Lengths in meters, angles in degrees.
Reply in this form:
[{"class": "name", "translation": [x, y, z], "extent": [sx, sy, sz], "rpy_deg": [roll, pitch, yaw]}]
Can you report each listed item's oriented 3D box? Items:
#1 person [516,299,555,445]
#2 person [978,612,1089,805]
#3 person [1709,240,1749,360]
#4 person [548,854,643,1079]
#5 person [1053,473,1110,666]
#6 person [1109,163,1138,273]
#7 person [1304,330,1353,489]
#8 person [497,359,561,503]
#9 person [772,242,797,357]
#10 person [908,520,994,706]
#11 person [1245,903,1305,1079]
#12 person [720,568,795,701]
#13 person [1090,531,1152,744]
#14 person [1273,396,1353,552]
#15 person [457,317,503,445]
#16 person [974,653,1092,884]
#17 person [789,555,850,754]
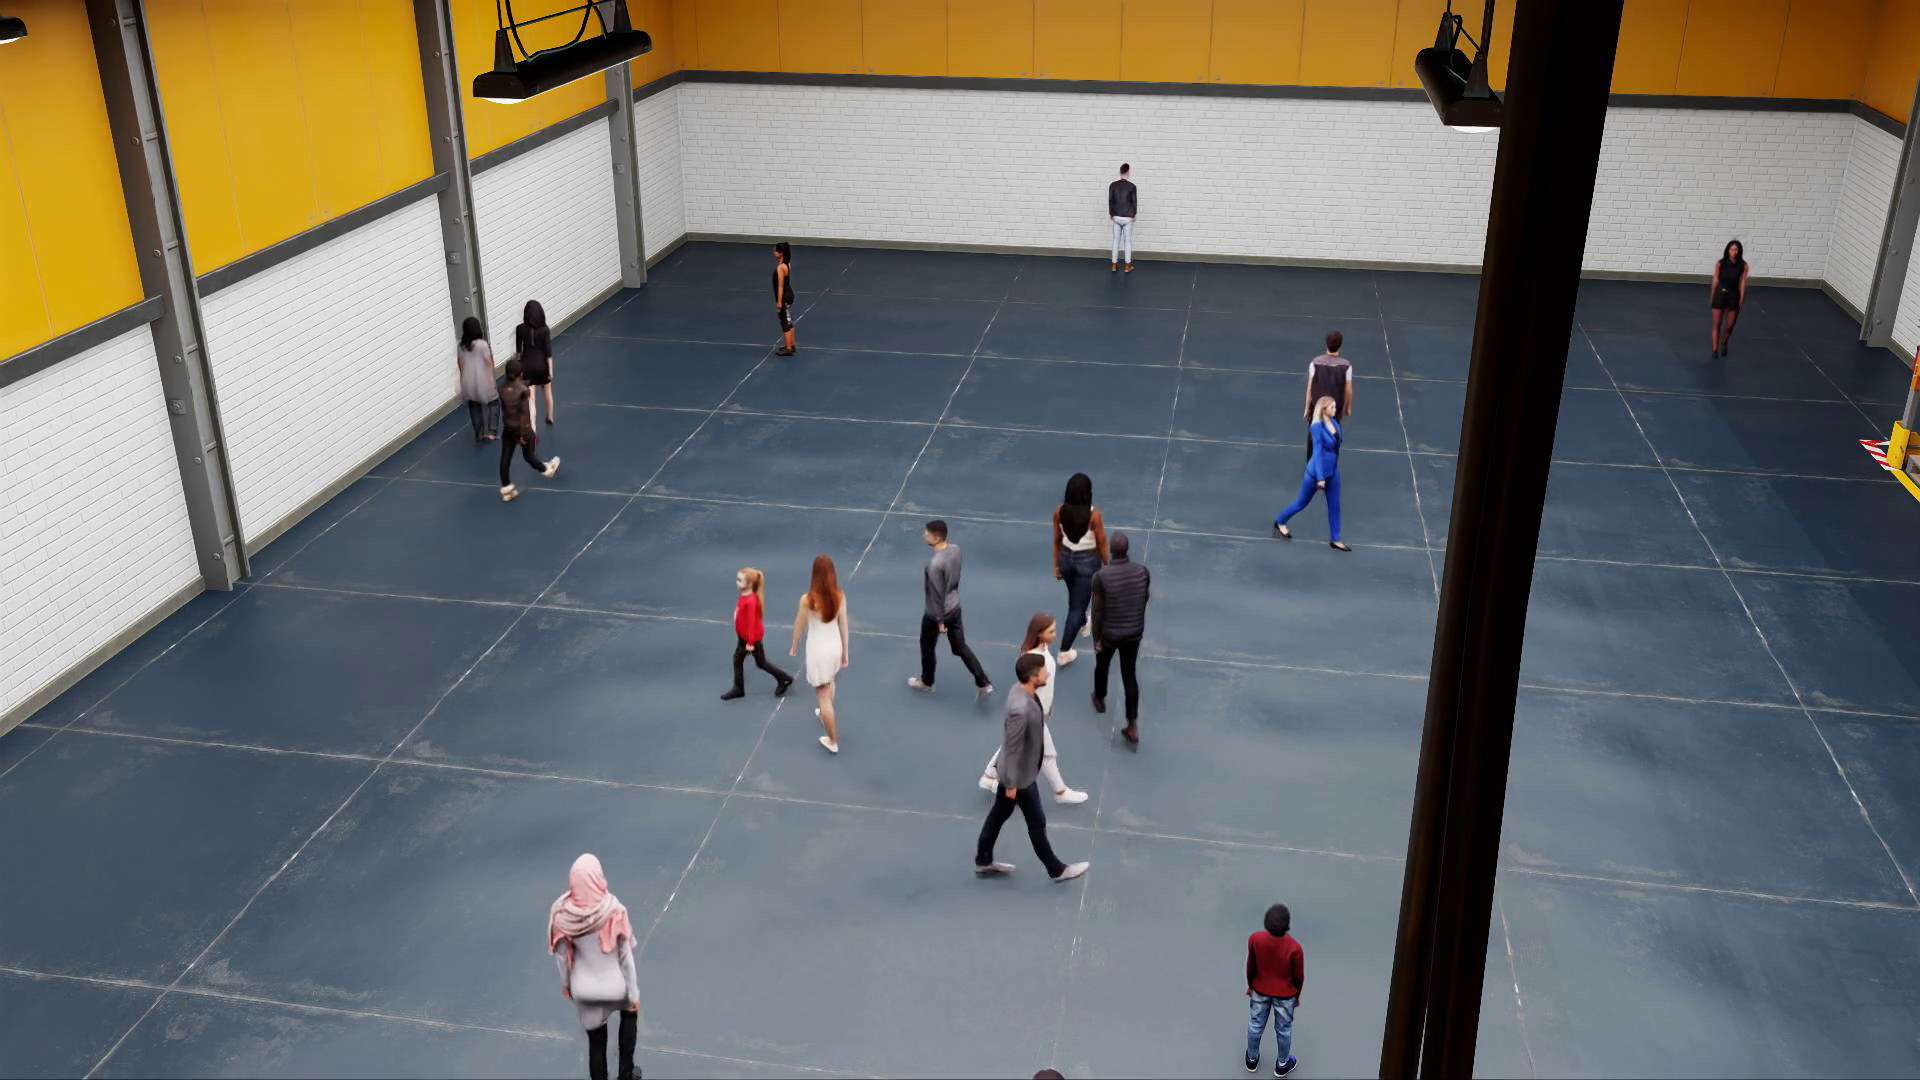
[{"class": "person", "translation": [-5.277, -2.037, 20.595], "extent": [0.839, 1.757, 1.173], "rpy_deg": [-2, 24, -6]}, {"class": "person", "translation": [0.478, 1.337, 13.013], "extent": [0.708, 1.648, 1.040], "rpy_deg": [4, 24, 8]}, {"class": "person", "translation": [10.996, -3.454, 23.876], "extent": [0.677, 1.727, 0.681], "rpy_deg": [9, 25, 21]}, {"class": "person", "translation": [-2.120, 2.690, 9.742], "extent": [0.711, 1.788, 0.751], "rpy_deg": [1, 24, 1]}, {"class": "person", "translation": [1.057, 0.301, 15.243], "extent": [0.954, 1.760, 1.256], "rpy_deg": [14, 27, 29]}, {"class": "person", "translation": [2.787, -5.512, 28.447], "extent": [0.695, 1.835, 0.616], "rpy_deg": [9, 25, 19]}, {"class": "person", "translation": [4.238, -1.483, 19.244], "extent": [0.717, 1.825, 0.937], "rpy_deg": [6, 24, 13]}, {"class": "person", "translation": [-5.013, -1.294, 19.041], "extent": [1.067, 1.640, 0.687], "rpy_deg": [4, 24, 10]}, {"class": "person", "translation": [-2.536, -3.502, 24.062], "extent": [0.651, 1.664, 0.483], "rpy_deg": [1, 24, 2]}, {"class": "person", "translation": [-0.066, 0.651, 14.482], "extent": [1.040, 1.729, 1.162], "rpy_deg": [18, 30, 36]}, {"class": "person", "translation": [1.935, 2.759, 10.251], "extent": [0.544, 1.254, 0.554], "rpy_deg": [9, 25, 20]}, {"class": "person", "translation": [-1.784, 0.835, 14.639], "extent": [0.839, 1.266, 0.888], "rpy_deg": [-9, 25, -20]}, {"class": "person", "translation": [1.369, 0.836, 13.976], "extent": [0.976, 1.795, 1.265], "rpy_deg": [-5, 24, -10]}, {"class": "person", "translation": [3.744, -0.711, 17.676], "extent": [1.081, 1.667, 1.142], "rpy_deg": [21, 31, 40]}, {"class": "person", "translation": [-5.994, -1.947, 20.587], "extent": [0.660, 1.600, 0.639], "rpy_deg": [5, 24, 12]}, {"class": "person", "translation": [0.341, 1.679, 12.006], "extent": [0.920, 1.829, 1.082], "rpy_deg": [0, 24, -1]}, {"class": "person", "translation": [-1.086, 0.981, 13.787], "extent": [0.893, 1.681, 0.995], "rpy_deg": [-13, 27, -27]}]
